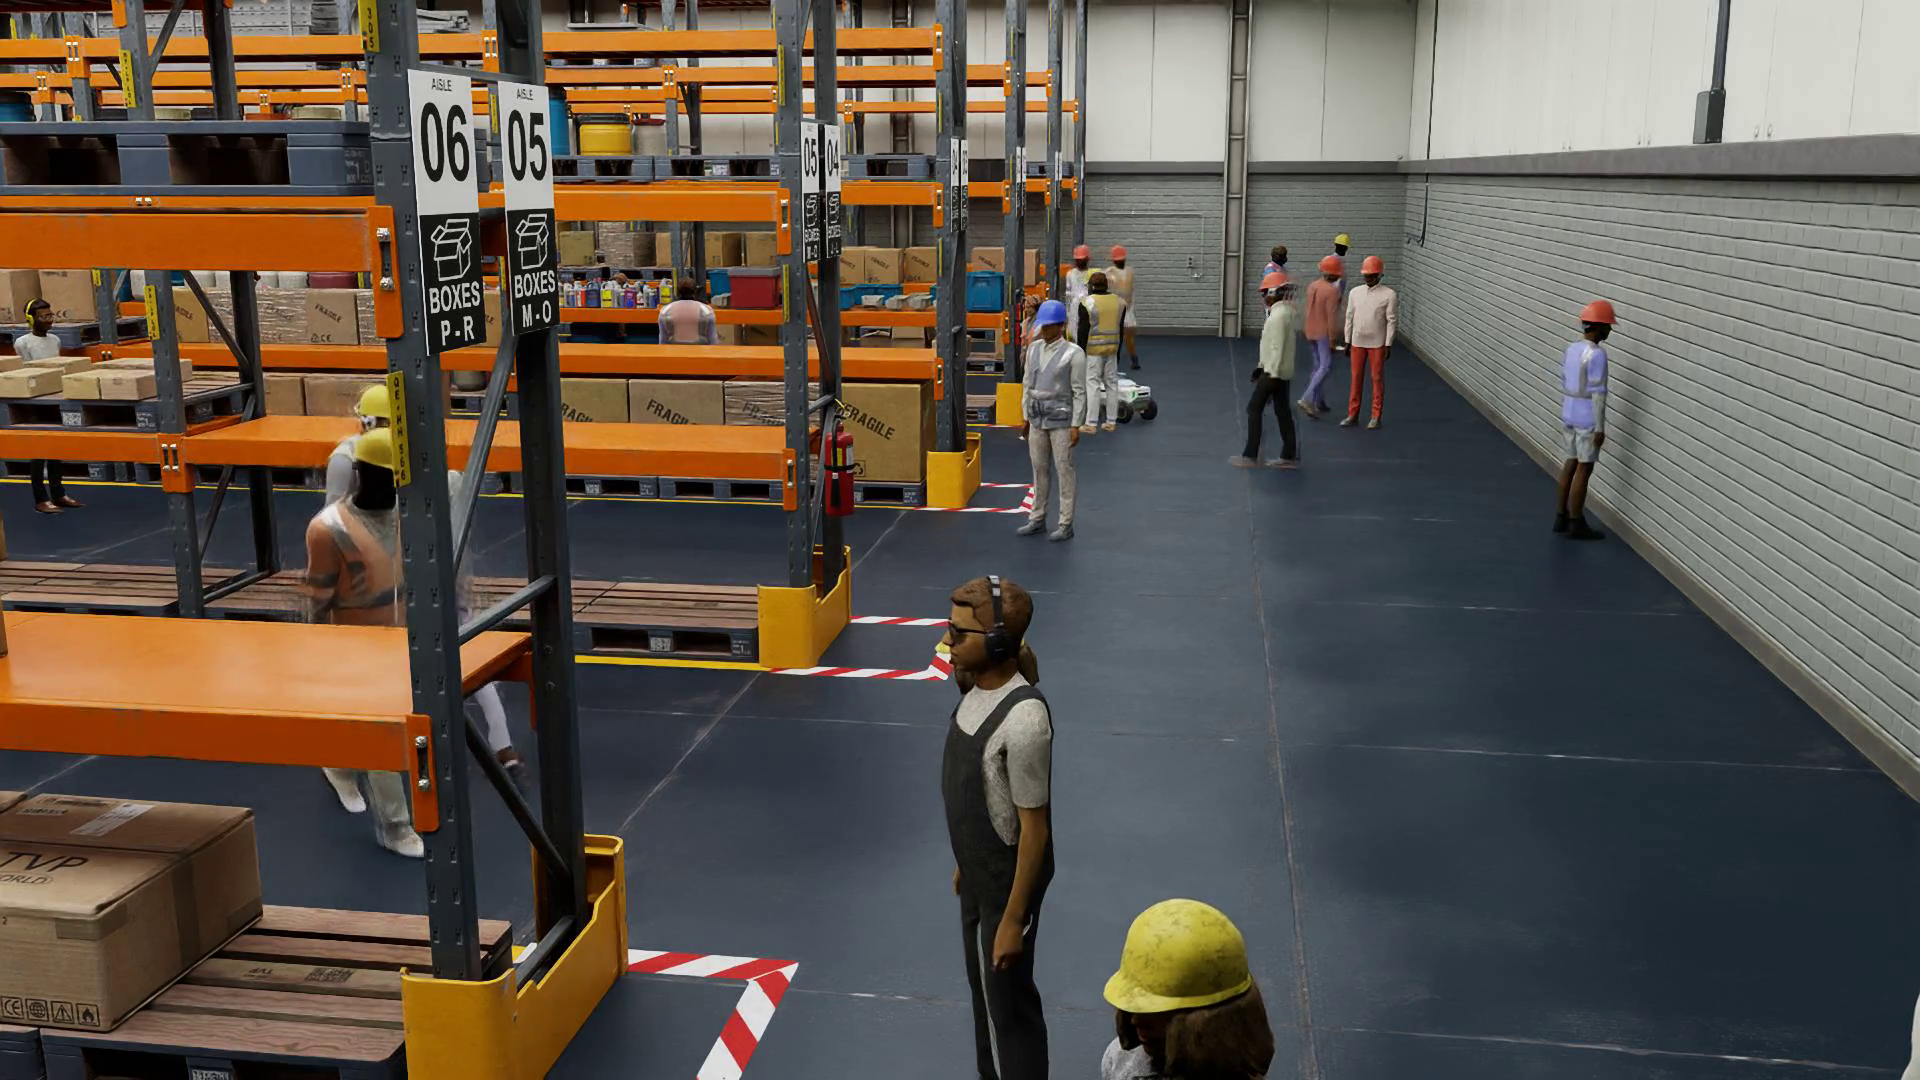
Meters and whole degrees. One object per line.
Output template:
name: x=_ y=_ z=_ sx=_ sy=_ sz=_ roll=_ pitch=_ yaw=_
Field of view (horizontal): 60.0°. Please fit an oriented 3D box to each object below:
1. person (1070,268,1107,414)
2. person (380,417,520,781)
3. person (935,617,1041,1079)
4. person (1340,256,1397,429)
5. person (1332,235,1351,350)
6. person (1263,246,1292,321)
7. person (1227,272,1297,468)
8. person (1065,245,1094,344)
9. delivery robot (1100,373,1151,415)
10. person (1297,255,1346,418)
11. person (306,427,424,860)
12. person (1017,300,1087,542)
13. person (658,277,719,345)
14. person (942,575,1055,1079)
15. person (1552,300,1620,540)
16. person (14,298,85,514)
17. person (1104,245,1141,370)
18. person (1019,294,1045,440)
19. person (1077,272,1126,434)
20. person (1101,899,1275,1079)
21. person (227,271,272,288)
person: x=1.622 y=-2.457 z=20.548 sx=0.595 sy=1.791 sz=0.880 roll=-5 pitch=13 yaw=-22
person: x=-2.543 y=0.278 z=8.138 sx=0.999 sy=1.816 sz=0.531 roll=10 pitch=16 yaw=38
person: x=0.087 y=1.013 z=4.998 sx=0.320 sy=1.736 sz=0.485 roll=-1 pitch=13 yaw=-3
person: x=4.751 y=-2.297 z=19.349 sx=0.611 sy=1.994 sz=0.379 roll=9 pitch=15 yaw=35
person: x=6.324 y=-4.146 z=27.870 sx=0.381 sy=1.917 sz=0.585 roll=1 pitch=13 yaw=5
person: x=4.851 y=-3.565 z=25.420 sx=0.429 sy=1.842 sz=0.634 roll=7 pitch=14 yaw=28
person: x=3.056 y=-1.695 z=16.713 sx=0.824 sy=1.952 sz=0.615 roll=5 pitch=13 yaw=21
person: x=1.781 y=-3.300 z=24.051 sx=0.552 sy=1.915 sz=0.528 roll=7 pitch=14 yaw=28
delivery robot: x=1.951 y=-1.760 z=19.987 sx=0.477 sy=0.478 sz=0.707 roll=-10 pitch=16 yaw=-39
person: x=4.353 y=-2.495 z=20.305 sx=0.716 sy=1.978 sz=0.740 roll=-5 pitch=13 yaw=-20
person: x=-2.652 y=0.412 z=7.411 sx=0.918 sy=1.875 sz=0.580 roll=7 pitch=14 yaw=29
person: x=0.738 y=-0.966 z=13.442 sx=0.602 sy=1.948 sz=0.394 roll=11 pitch=16 yaw=40
person: x=-2.901 y=-1.890 z=17.860 sx=0.637 sy=1.840 sz=0.429 roll=-1 pitch=13 yaw=-2
person: x=0.094 y=0.999 z=4.807 sx=0.344 sy=1.847 sz=0.504 roll=-4 pitch=13 yaw=-16
person: x=5.103 y=-0.975 z=13.514 sx=0.378 sy=1.932 sz=0.551 roll=-1 pitch=13 yaw=-7
person: x=-7.976 y=-1.172 z=14.552 sx=0.334 sy=1.873 sz=0.521 roll=2 pitch=13 yaw=10
person: x=2.420 y=-3.539 z=25.251 sx=0.594 sy=1.878 sz=0.950 roll=-6 pitch=14 yaw=-25
person: x=0.834 y=-1.889 z=18.336 sx=0.324 sy=1.630 sz=0.520 roll=-8 pitch=15 yaw=-33
person: x=1.579 y=-2.128 z=18.952 sx=0.622 sy=1.837 sz=0.430 roll=-7 pitch=14 yaw=-28
person: x=0.389 y=1.457 z=2.970 sx=0.313 sy=1.743 sz=0.493 roll=-10 pitch=16 yaw=-37
person: x=-8.026 y=-2.209 z=18.844 sx=0.688 sy=2.000 sz=0.539 roll=-4 pitch=13 yaw=-17
